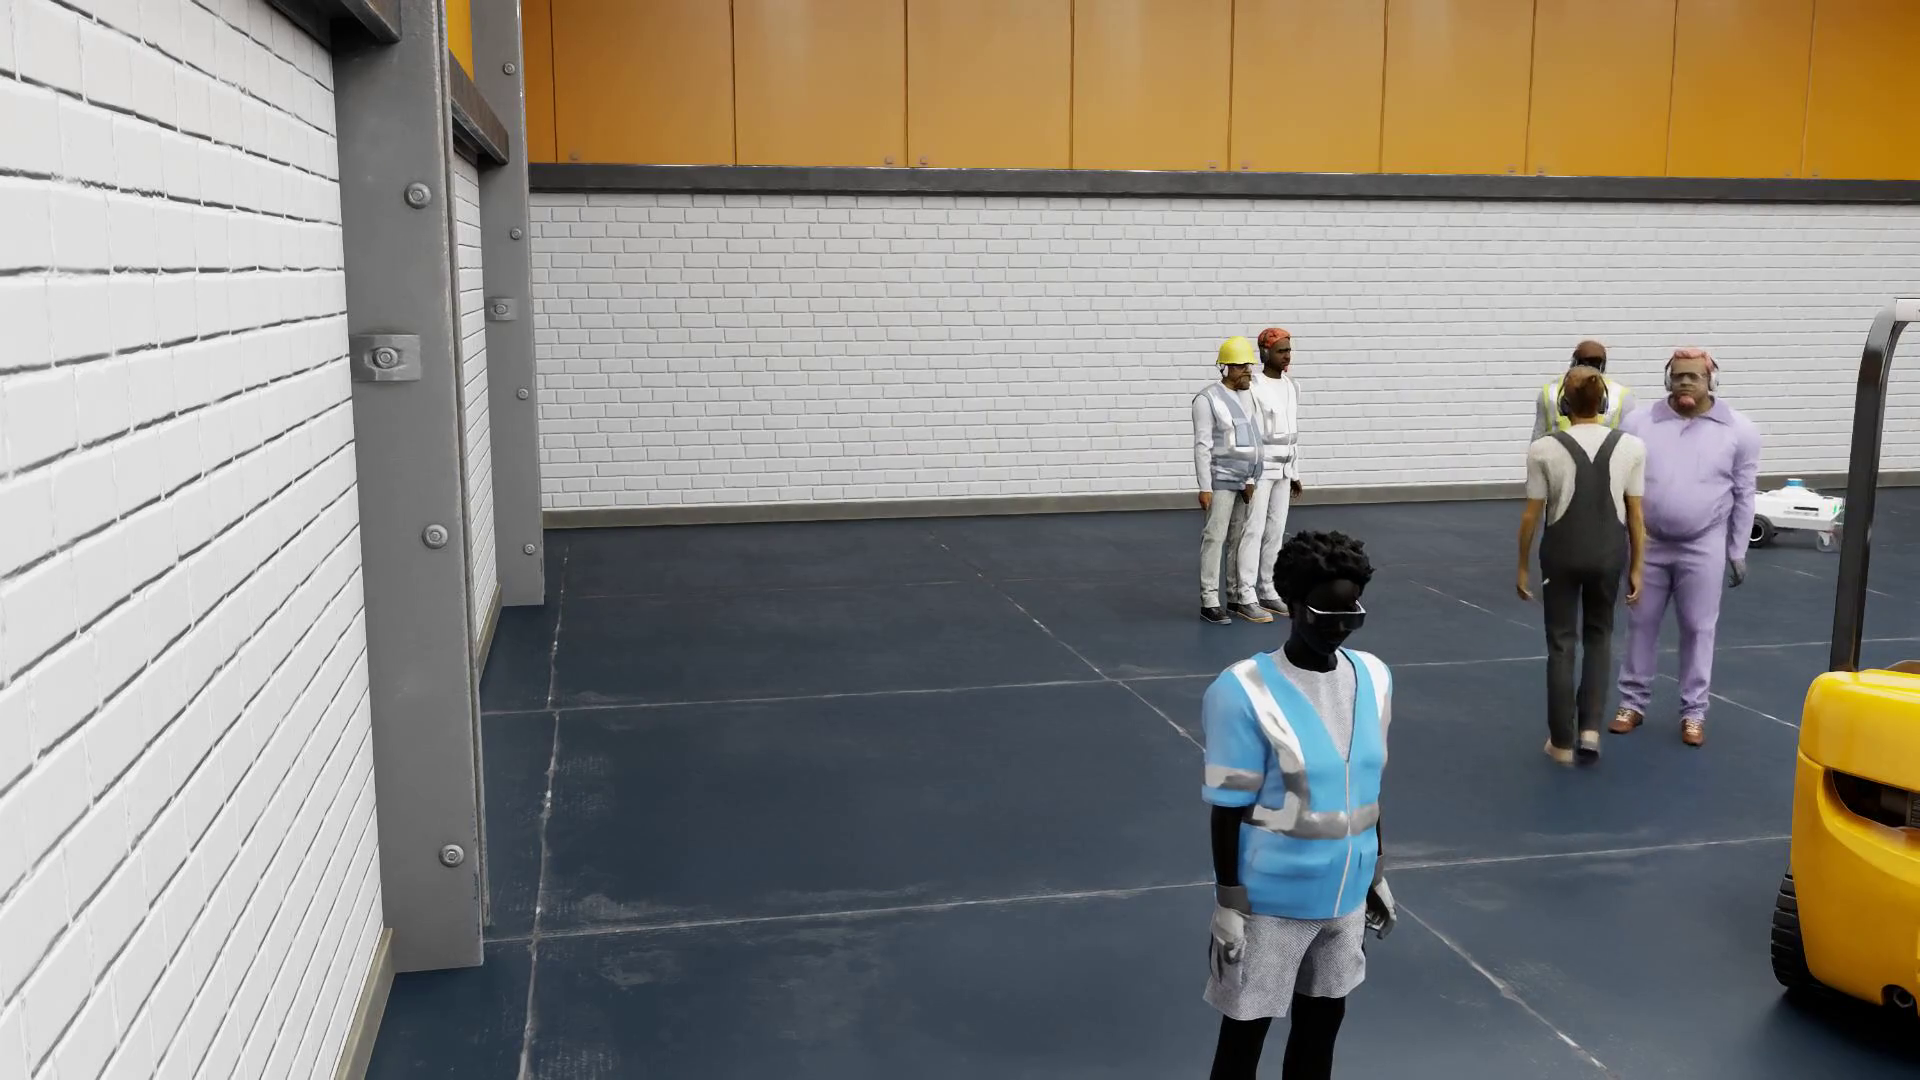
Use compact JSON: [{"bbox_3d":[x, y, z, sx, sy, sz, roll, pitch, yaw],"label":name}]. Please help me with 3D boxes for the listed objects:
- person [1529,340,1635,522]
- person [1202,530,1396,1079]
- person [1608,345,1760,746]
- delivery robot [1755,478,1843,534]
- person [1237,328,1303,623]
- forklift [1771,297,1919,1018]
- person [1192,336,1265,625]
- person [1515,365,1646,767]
[{"bbox_3d":[4.185,-0.460,11.230,0.656,1.807,0.797,3,10,20],"label":"person"},{"bbox_3d":[0.778,0.808,3.809,0.531,1.692,0.320,-5,11,-30],"label":"person"},{"bbox_3d":[3.427,0.022,7.959,0.648,1.906,0.402,5,11,30],"label":"person"},{"bbox_3d":[6.735,-0.254,13.459,0.707,0.478,0.477,6,11,33],"label":"delivery robot"},{"bbox_3d":[1.995,-0.418,10.710,0.576,1.882,0.355,-8,13,-42],"label":"person"},{"bbox_3d":[3.542,0.334,5.177,2.313,2.155,1.214,-9,13,-43],"label":"forklift"},{"bbox_3d":[1.747,-0.382,10.641,0.590,1.833,0.404,-7,12,-37],"label":"person"},{"bbox_3d":[2.815,0.116,7.605,0.532,1.829,0.476,1,9,8],"label":"person"}]
